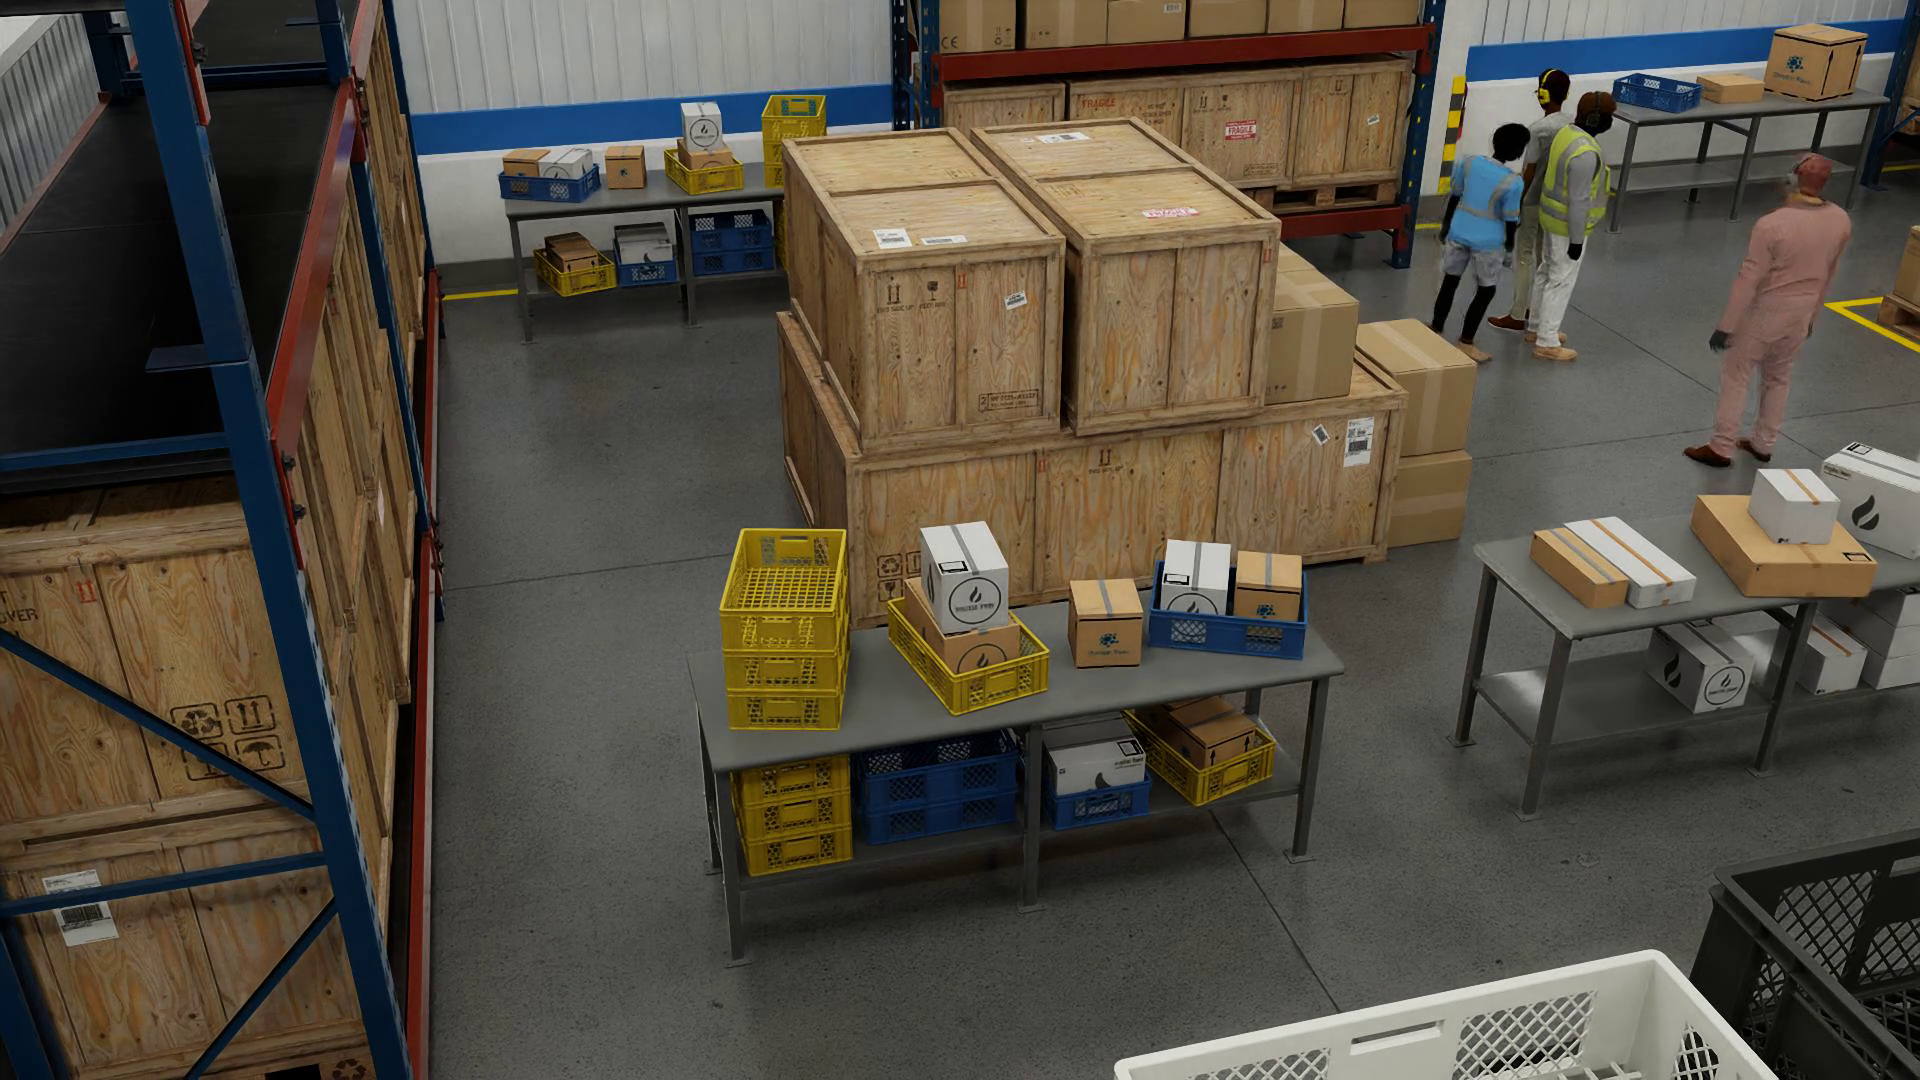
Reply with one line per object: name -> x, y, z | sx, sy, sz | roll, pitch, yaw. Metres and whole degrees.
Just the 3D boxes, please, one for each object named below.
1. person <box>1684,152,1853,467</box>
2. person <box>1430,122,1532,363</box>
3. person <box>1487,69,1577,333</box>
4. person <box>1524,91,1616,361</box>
person -> 4.801, -1.339, 9.874 | 0.731, 1.889, 0.409 | -8, 30, -15
person -> 3.513, -2.048, 11.412 | 0.323, 1.643, 0.664 | -19, 34, -31
person -> 4.086, -2.391, 11.790 | 0.519, 1.865, 0.328 | -16, 33, -27
person -> 4.176, -2.156, 11.397 | 0.428, 1.834, 0.643 | 4, 29, 6
